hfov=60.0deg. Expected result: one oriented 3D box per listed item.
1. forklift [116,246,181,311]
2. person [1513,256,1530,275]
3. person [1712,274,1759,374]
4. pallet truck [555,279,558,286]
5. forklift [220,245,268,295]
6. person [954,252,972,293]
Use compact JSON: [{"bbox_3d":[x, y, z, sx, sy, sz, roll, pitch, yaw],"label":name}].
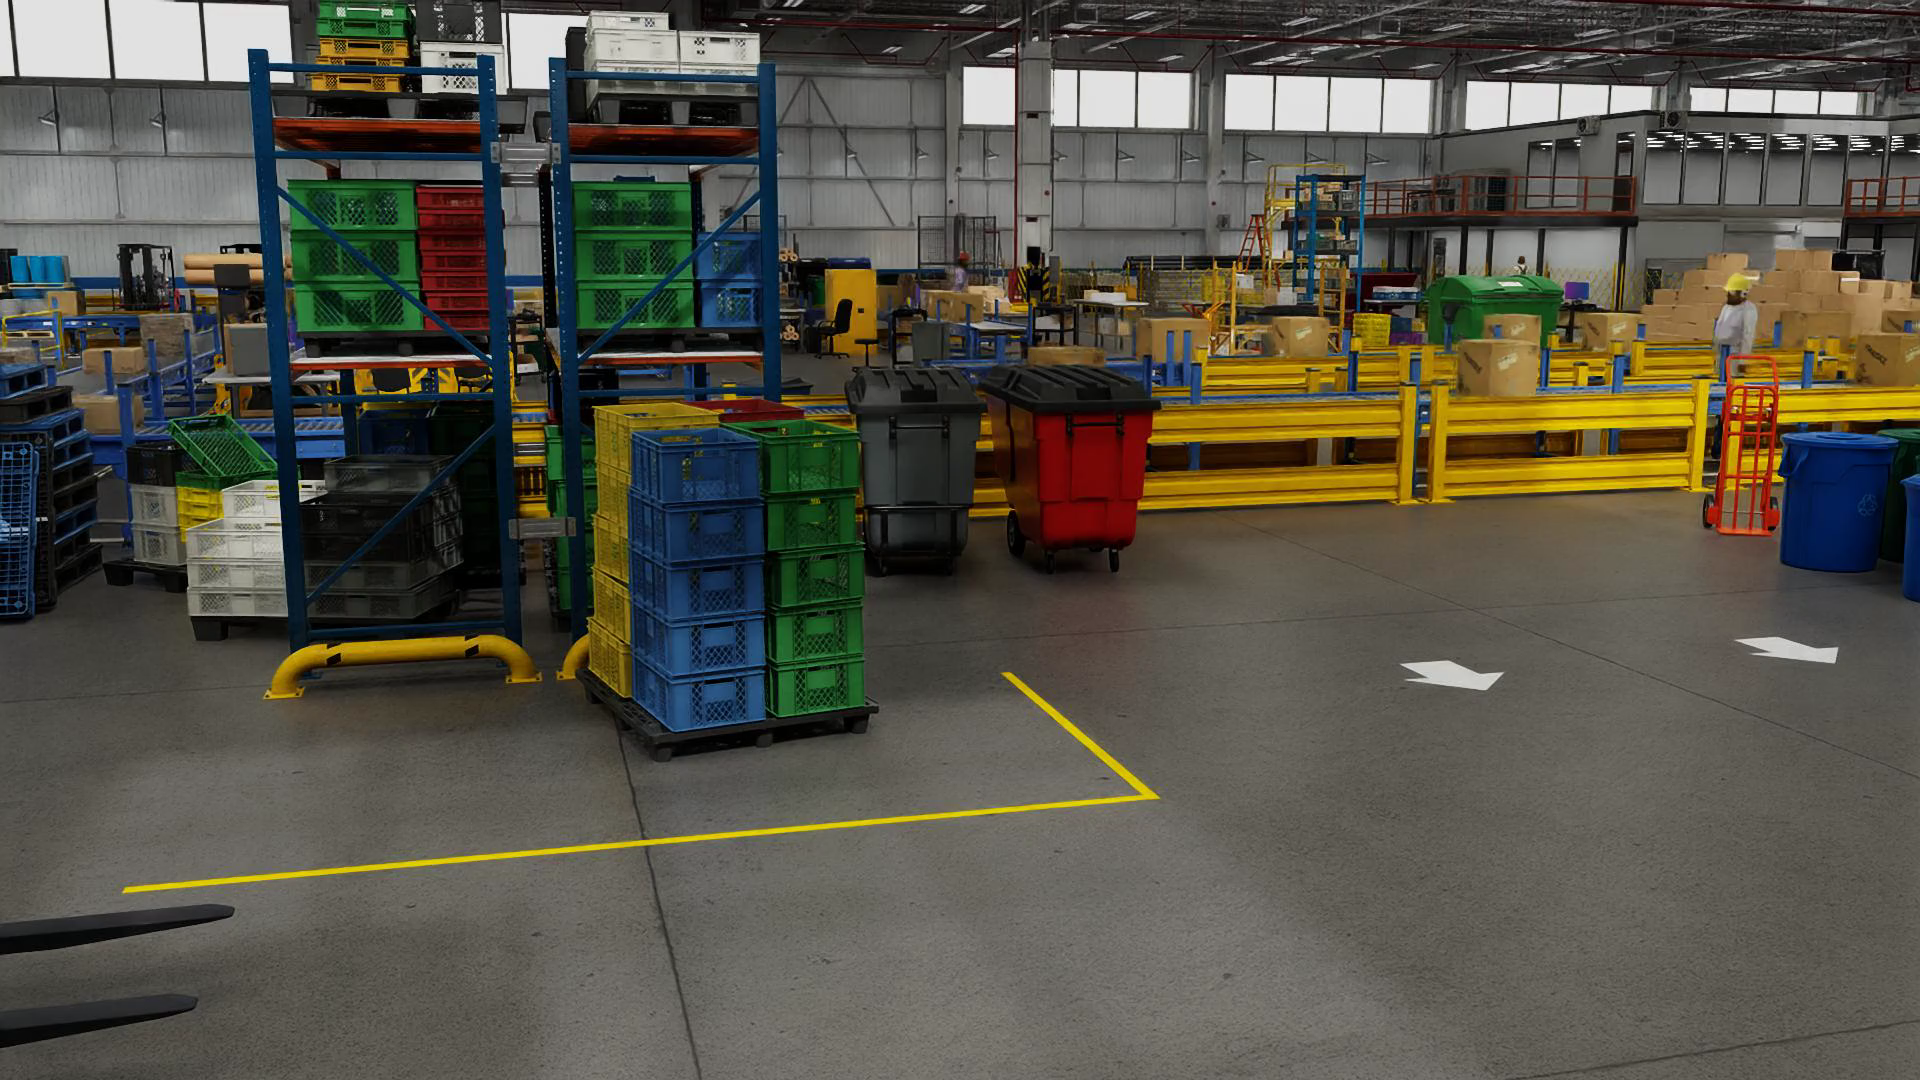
[{"bbox_3d":[-19.966,-6.232,40.894,1.157,1.987,2.680,-3,10,-15],"label":"forklift"},{"bbox_3d":[16.708,-7.540,49.579,0.517,1.843,0.326,-1,10,-5],"label":"person"},{"bbox_3d":[8.726,-2.081,18.729,0.521,1.818,0.613,-1,10,-4],"label":"person"},{"bbox_3d":[-10.604,-6.375,44.520,0.653,1.274,1.630,-3,10,-15],"label":"pallet truck"},{"bbox_3d":[-17.749,-6.334,41.440,1.157,1.987,2.680,-3,10,-17],"label":"forklift"},{"bbox_3d":[0.109,-5.634,38.393,1.059,1.986,0.616,3,10,17],"label":"person"}]
